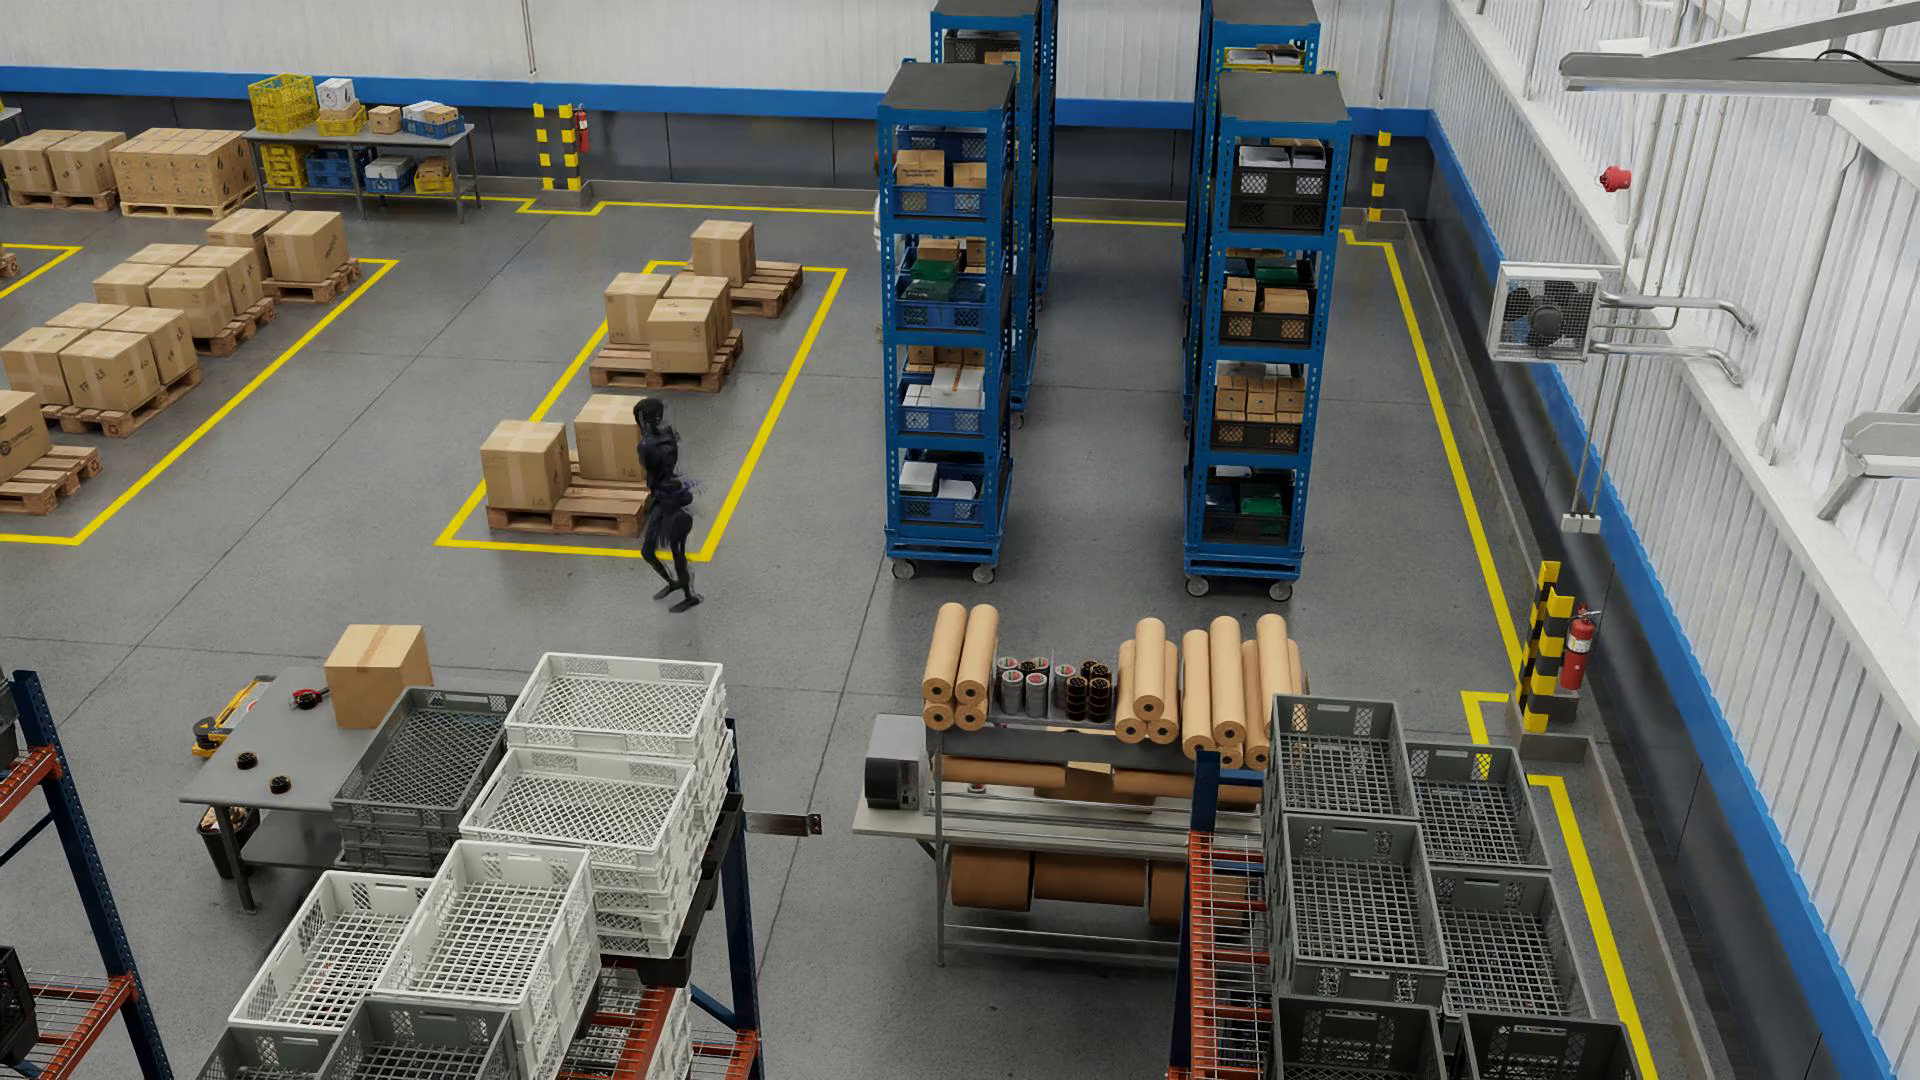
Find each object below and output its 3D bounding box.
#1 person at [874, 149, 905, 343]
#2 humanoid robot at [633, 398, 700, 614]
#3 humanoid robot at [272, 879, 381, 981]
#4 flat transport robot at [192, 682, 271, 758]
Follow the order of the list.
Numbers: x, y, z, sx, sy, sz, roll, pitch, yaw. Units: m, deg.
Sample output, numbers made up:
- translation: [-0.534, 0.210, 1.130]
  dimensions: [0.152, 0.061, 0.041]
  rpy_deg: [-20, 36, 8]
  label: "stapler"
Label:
- translation: [-0.660, -2.812, 15.900]
  dimensions: [0.353, 1.879, 0.575]
  rpy_deg: [-1, 30, -2]
  label: "person"
- translation: [-2.109, -0.225, 11.670]
  dimensions: [0.473, 1.642, 0.554]
  rpy_deg: [-21, 36, -32]
  label: "humanoid robot"
- translation: [-2.801, 2.200, 7.546]
  dimensions: [0.591, 1.639, 0.699]
  rpy_deg: [2, 30, 3]
  label: "humanoid robot"
- translation: [-4.089, 1.163, 10.648]
  dimensions: [1.431, 0.197, 0.652]
  rpy_deg: [3, 30, 6]
  label: "flat transport robot"
